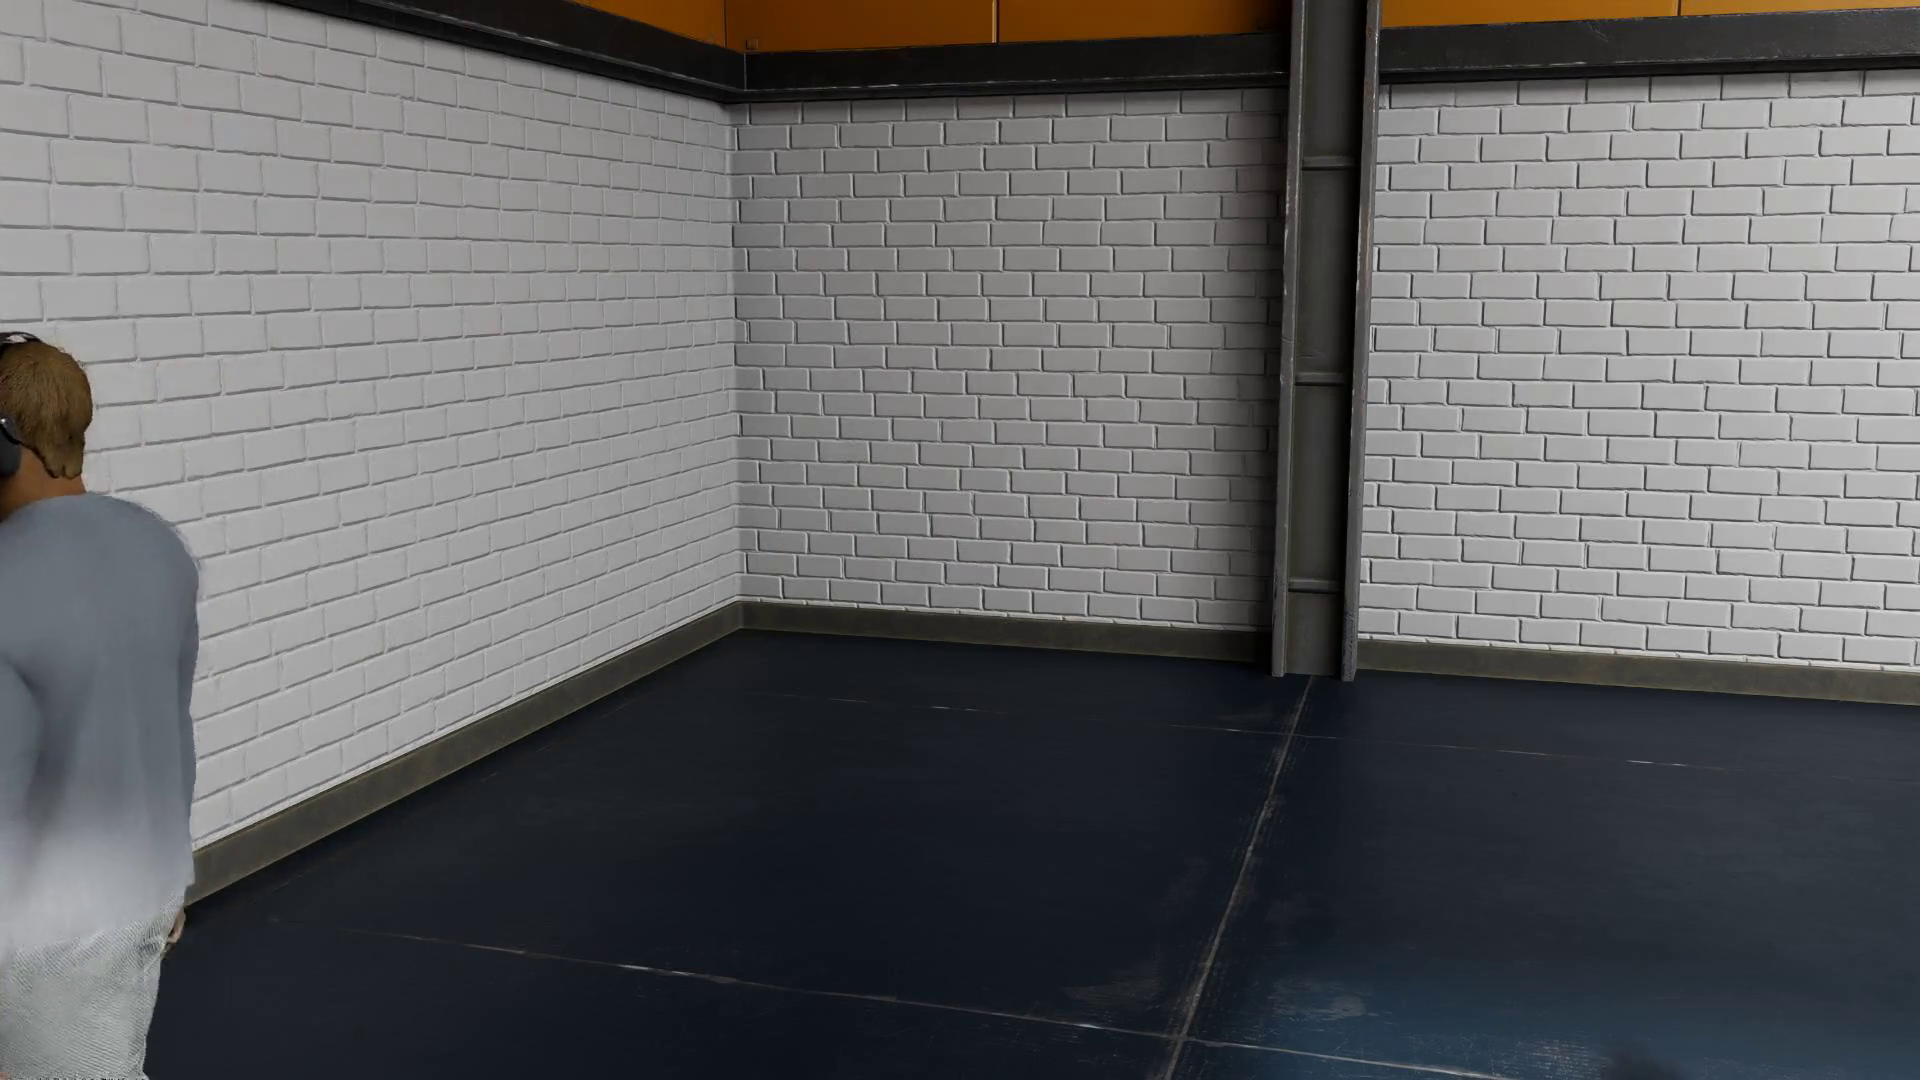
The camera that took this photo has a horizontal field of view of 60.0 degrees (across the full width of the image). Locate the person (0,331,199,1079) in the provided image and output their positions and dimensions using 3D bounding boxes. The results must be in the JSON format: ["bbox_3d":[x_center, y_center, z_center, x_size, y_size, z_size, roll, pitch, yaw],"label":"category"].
[{"bbox_3d":[-1.461,0.629,2.774,0.556,1.957,0.638,0,9,2],"label":"person"}]
